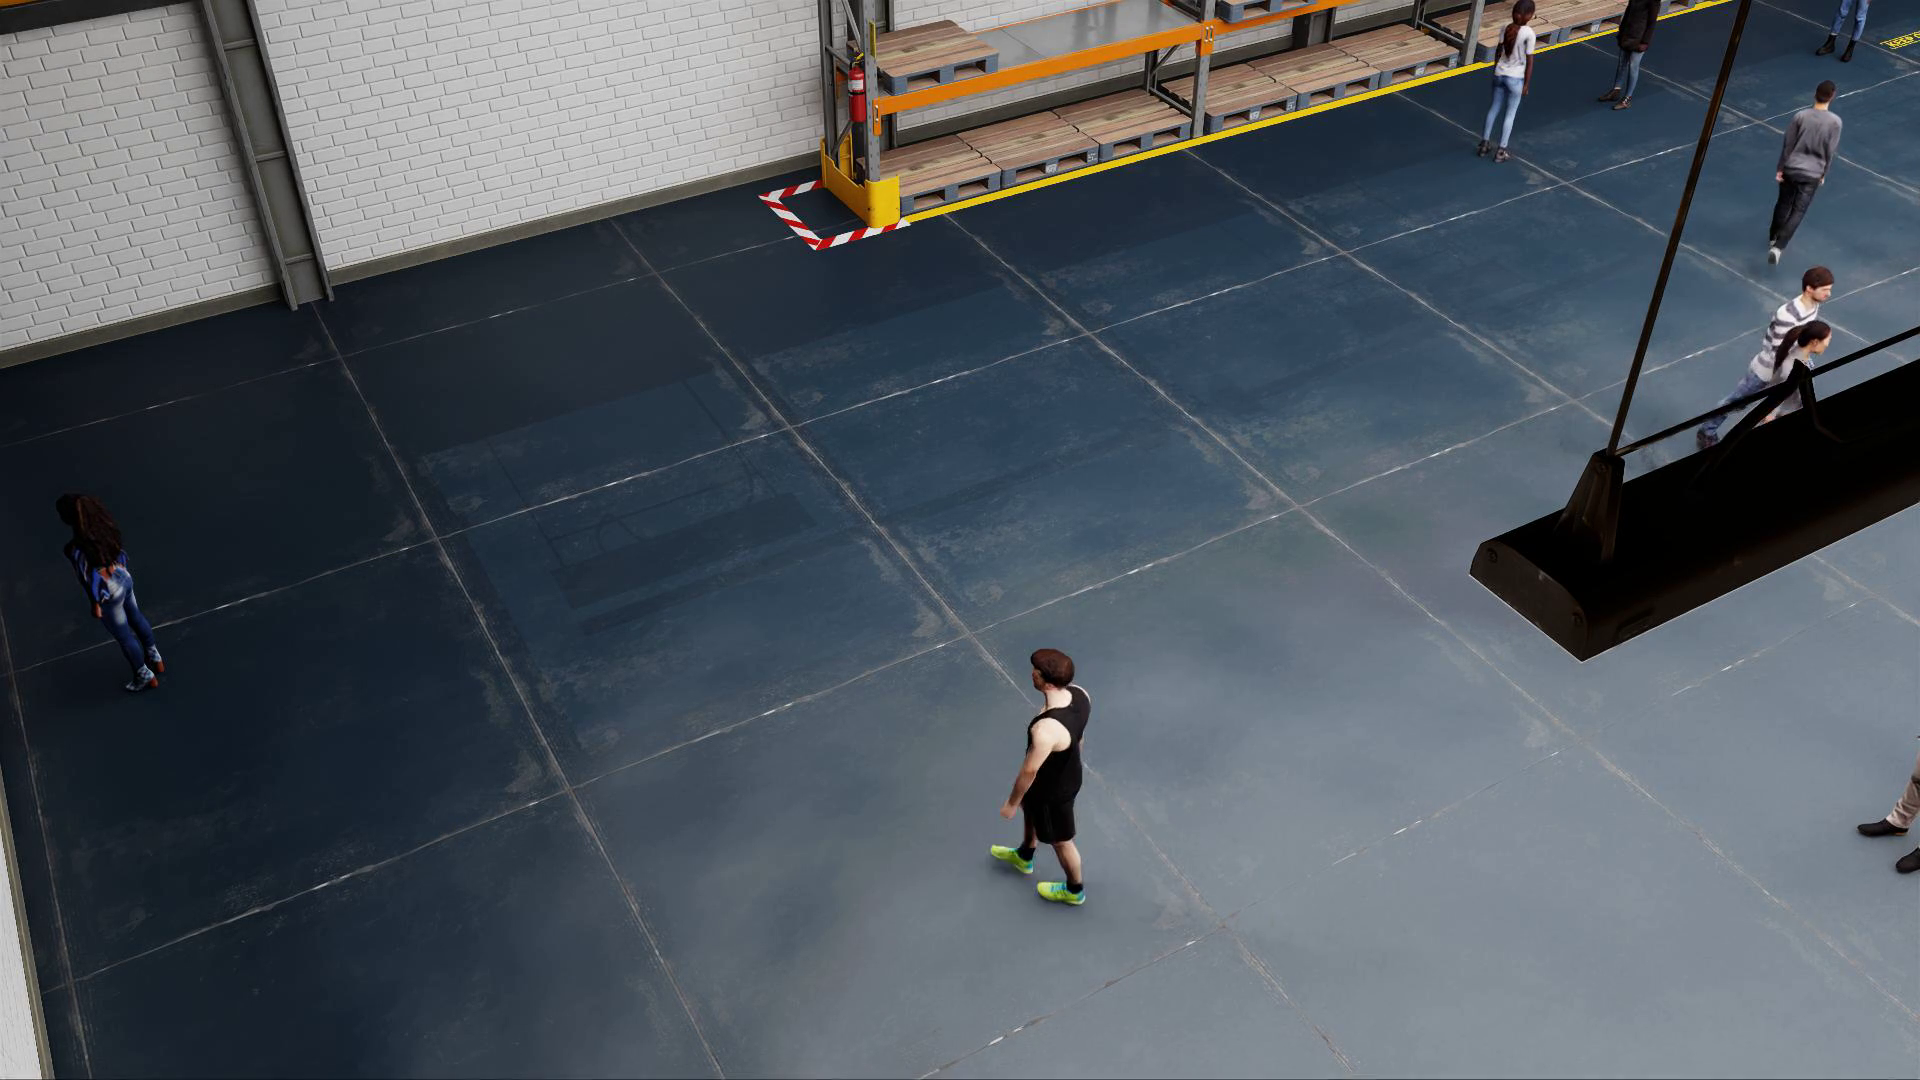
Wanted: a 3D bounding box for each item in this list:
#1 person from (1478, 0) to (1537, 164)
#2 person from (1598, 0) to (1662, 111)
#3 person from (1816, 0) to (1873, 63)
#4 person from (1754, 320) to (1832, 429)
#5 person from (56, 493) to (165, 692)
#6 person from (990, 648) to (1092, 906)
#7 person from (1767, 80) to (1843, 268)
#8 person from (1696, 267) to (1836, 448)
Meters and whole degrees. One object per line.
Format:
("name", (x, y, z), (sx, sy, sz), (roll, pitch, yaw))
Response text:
("person", (5.757, -4.830, 17.438), (0.553, 1.719, 0.615), (-27, 46, -29))
("person", (7.516, -5.625, 18.501), (0.665, 1.634, 0.673), (-13, 40, -15))
("person", (10.605, -6.522, 19.570), (0.608, 1.702, 0.615), (-31, 48, -33))
("person", (6.082, -0.935, 12.622), (0.954, 1.642, 0.932), (21, 43, 24))
("person", (-5.649, 0.331, 11.057), (0.711, 1.616, 0.694), (1, 39, 1))
("person", (0.619, 1.410, 9.507), (1.036, 1.865, 0.989), (12, 40, 14))
("person", (7.920, -3.430, 15.669), (0.896, 1.738, 1.152), (24, 45, 27))
("person", (6.287, -1.361, 13.036), (1.139, 1.790, 0.757), (-24, 44, -27))
